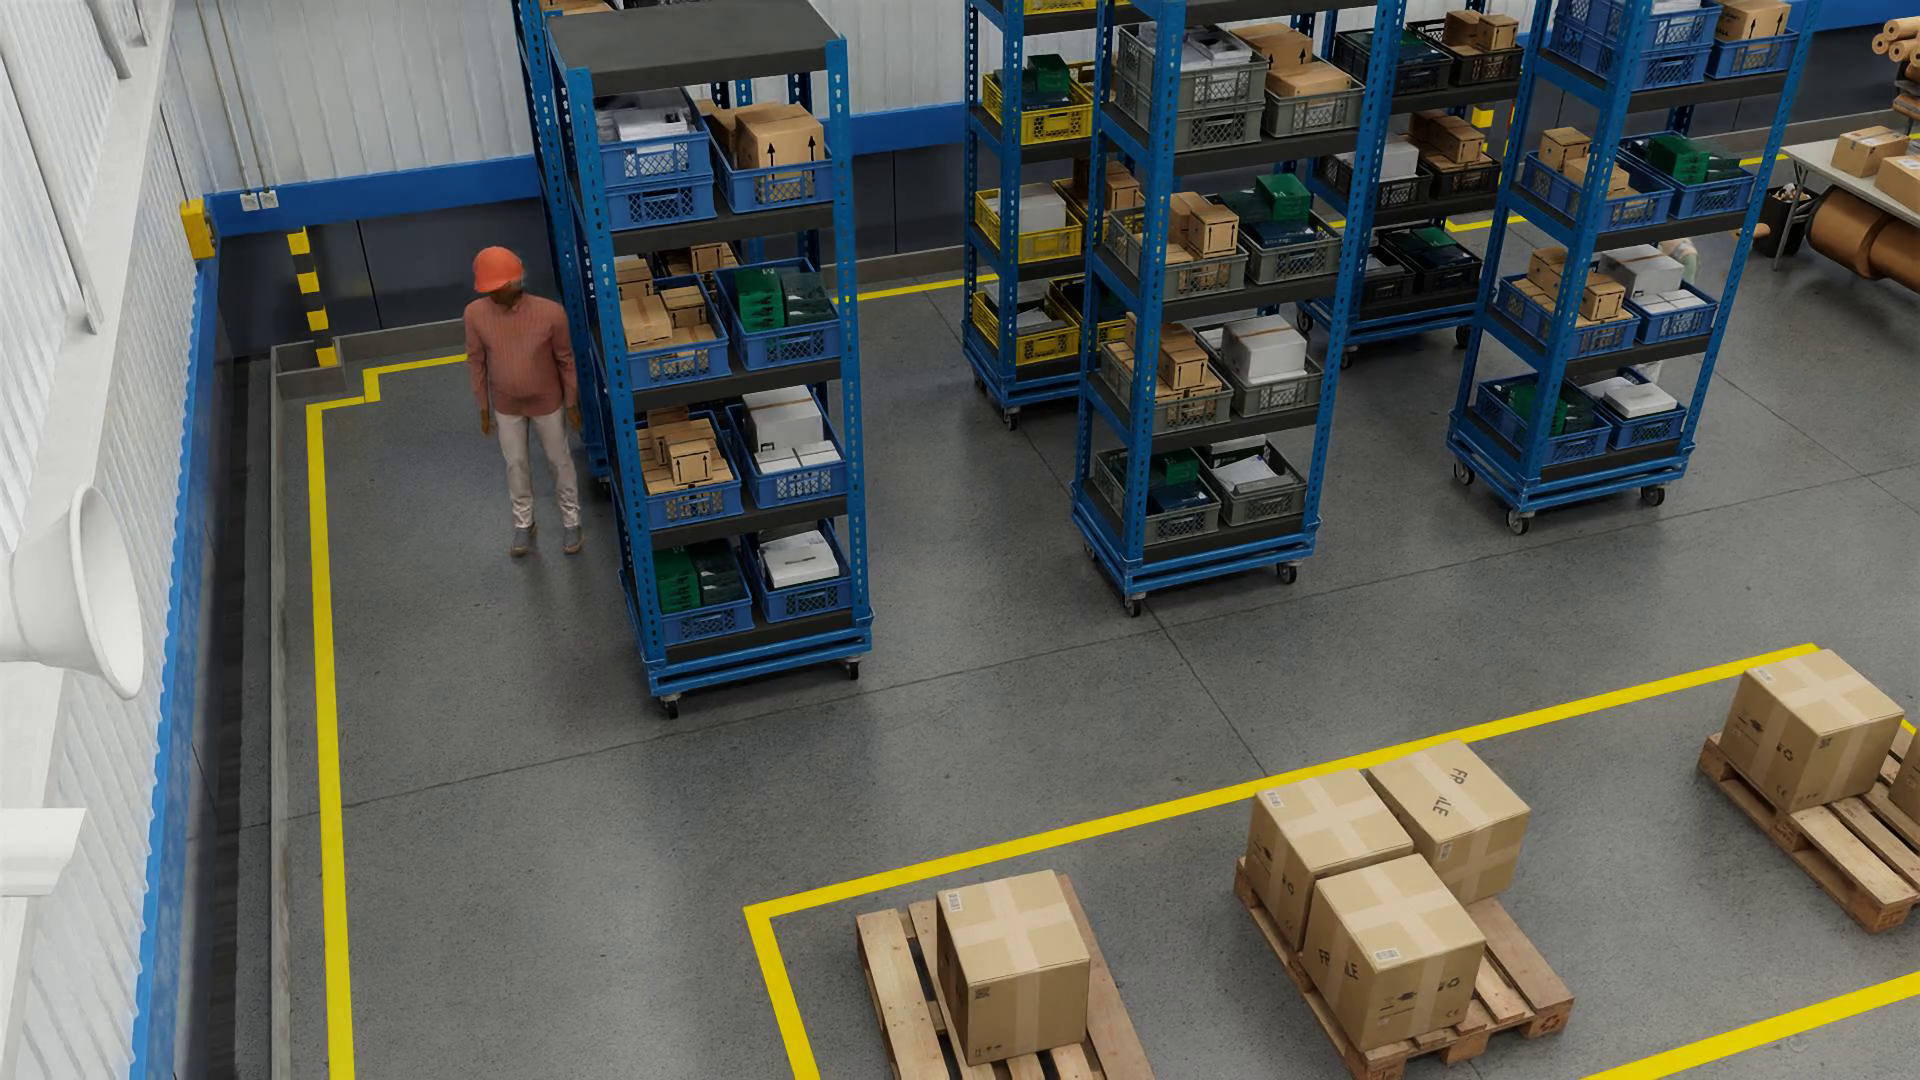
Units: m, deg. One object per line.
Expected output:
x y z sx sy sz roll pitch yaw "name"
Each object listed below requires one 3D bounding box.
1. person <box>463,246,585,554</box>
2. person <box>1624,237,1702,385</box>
-2.520 -0.798 9.700 0.632 1.982 0.394 0 35 0 "person"
4.625 -1.514 10.995 0.308 1.643 0.511 -5 36 -8 "person"
